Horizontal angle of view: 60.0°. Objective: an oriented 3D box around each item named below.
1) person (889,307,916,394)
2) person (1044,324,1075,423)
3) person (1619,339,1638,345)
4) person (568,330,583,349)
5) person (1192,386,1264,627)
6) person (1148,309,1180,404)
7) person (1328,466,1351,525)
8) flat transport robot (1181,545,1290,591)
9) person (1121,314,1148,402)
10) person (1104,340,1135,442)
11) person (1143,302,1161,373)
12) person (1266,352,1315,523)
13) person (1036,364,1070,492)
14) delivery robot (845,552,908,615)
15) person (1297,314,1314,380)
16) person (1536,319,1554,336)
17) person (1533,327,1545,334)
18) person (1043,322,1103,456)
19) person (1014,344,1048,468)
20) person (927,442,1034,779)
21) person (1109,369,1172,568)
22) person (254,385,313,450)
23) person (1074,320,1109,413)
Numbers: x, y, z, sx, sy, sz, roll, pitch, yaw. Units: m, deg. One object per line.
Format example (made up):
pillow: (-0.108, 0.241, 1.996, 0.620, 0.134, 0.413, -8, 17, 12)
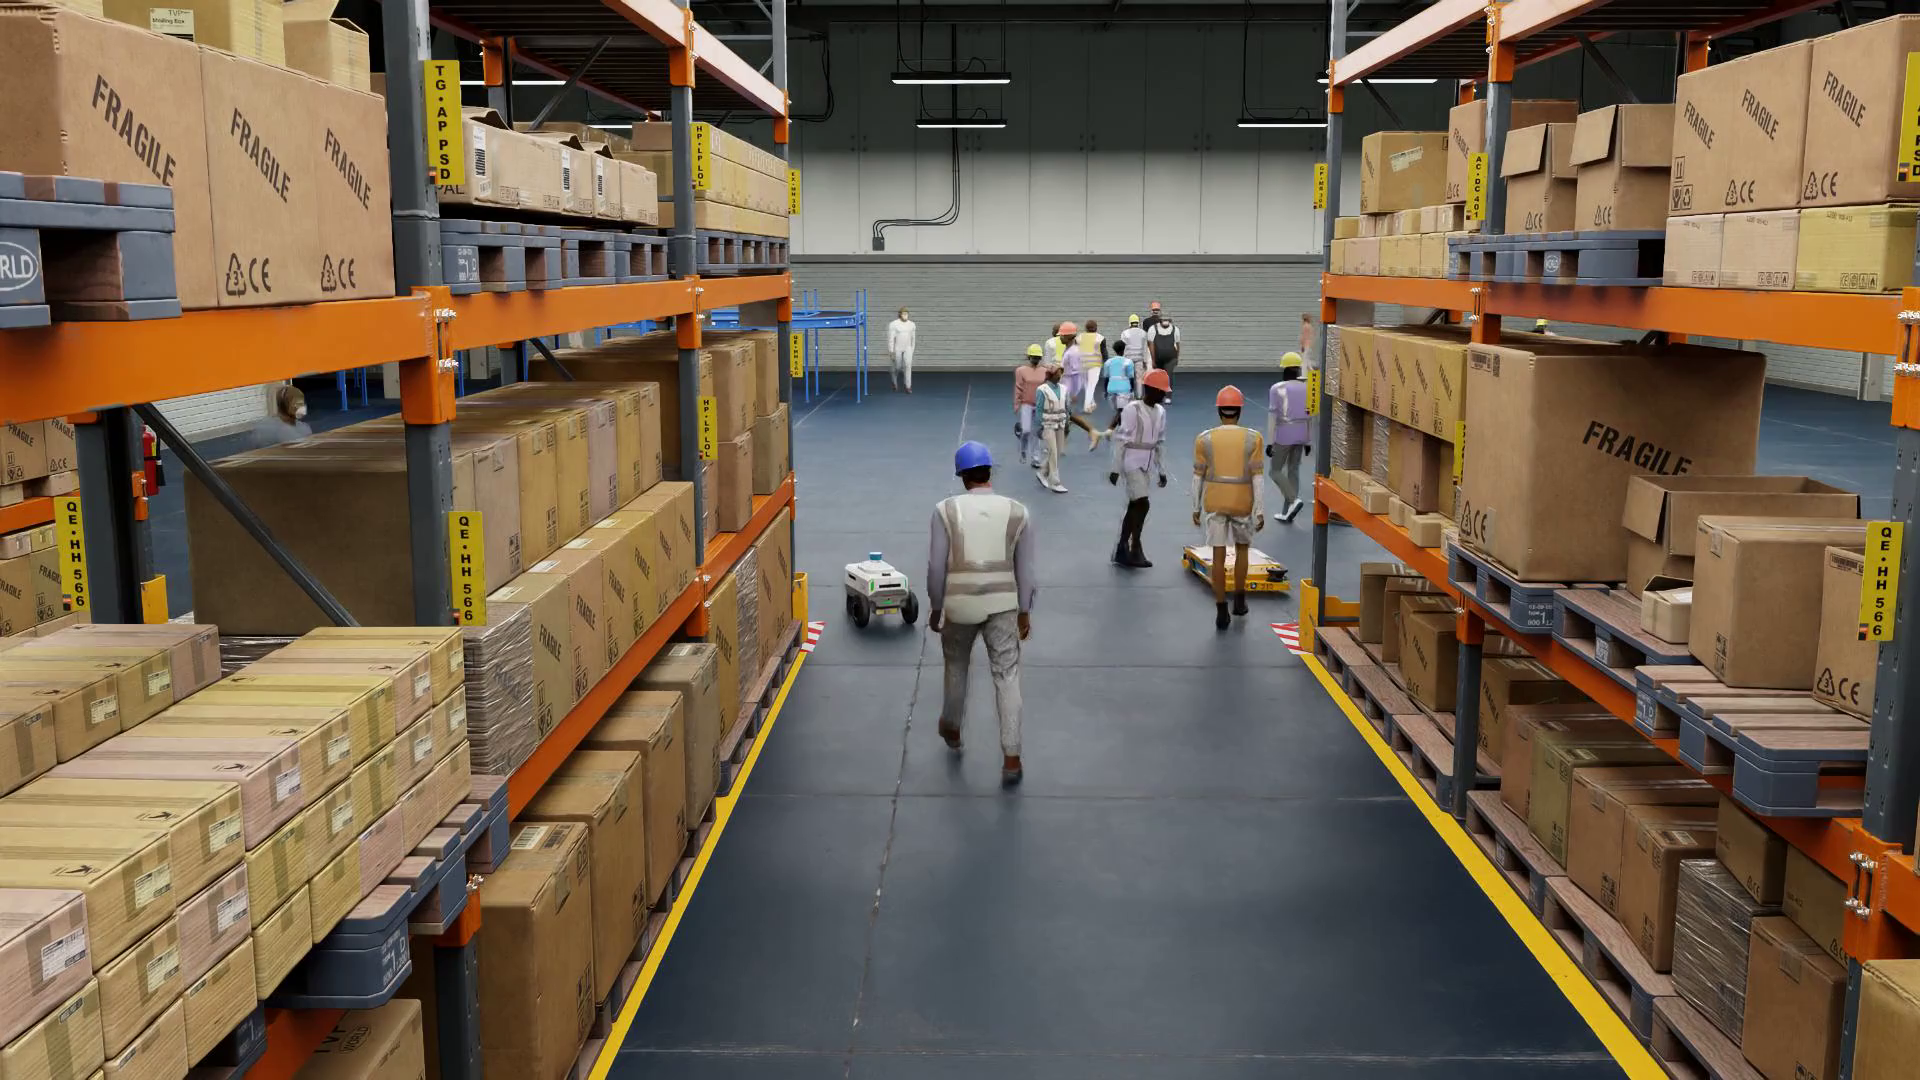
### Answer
person: (-1.322, -4.275, 37.366, 0.643, 1.920, 0.890, -3, 10, -18)
person: (1.820, -3.038, 30.317, 0.646, 1.791, 0.972, -4, 10, -21)
person: (8.539, -1.608, 21.310, 0.942, 1.923, 0.620, -3, 10, -20)
person: (-9.851, -5.034, 42.835, 0.817, 1.600, 0.510, 7, 12, 38)
person: (2.174, -0.293, 13.472, 0.585, 1.908, 0.780, 2, 10, 12)
person: (4.229, -3.854, 34.560, 0.675, 2.000, 0.942, 1, 10, 6)
person: (4.319, -1.164, 18.594, 0.401, 1.949, 0.605, 5, 11, 30)
flat transport robot: (2.513, 0.243, 15.305, 0.652, 0.197, 1.431, -1, 9, -5)
person: (3.611, -3.770, 34.584, 0.588, 1.825, 0.403, -2, 10, -13)
person: (2.533, -2.398, 26.887, 0.545, 1.656, 0.803, 7, 12, 37)
person: (4.469, -4.445, 38.111, 0.624, 1.990, 0.396, -1, 10, -4)
person: (3.684, -1.132, 18.501, 0.613, 1.913, 0.495, -4, 10, -23)
person: (1.174, -1.446, 21.257, 0.533, 1.619, 0.657, -8, 12, -40)
delivery robot: (-0.686, 0.341, 13.589, 0.477, 0.478, 0.707, -4, 10, -21)
person: (8.573, -4.808, 41.353, 0.364, 1.627, 0.534, 3, 10, 17)
person: (12.245, -3.821, 35.111, 0.547, 1.743, 0.597, 7, 12, 38)
person: (10.813, -3.153, 31.265, 0.554, 1.684, 0.372, 1, 10, 6)
person: (1.715, -2.283, 25.080, 0.858, 2.021, 0.622, 0, 9, -2)
person: (1.042, -1.902, 23.573, 0.551, 1.752, 0.374, -2, 10, -14)
person: (0.109, 0.377, 9.656, 0.625, 1.850, 1.063, -2, 10, -12)
person: (1.762, -0.682, 15.856, 0.698, 1.894, 0.573, 9, 13, 42)
person: (-5.465, -0.333, 13.794, 1.011, 1.884, 0.652, 1, 10, 9)
person: (2.562, -3.378, 32.341, 0.648, 1.791, 0.977, 4, 10, 22)
